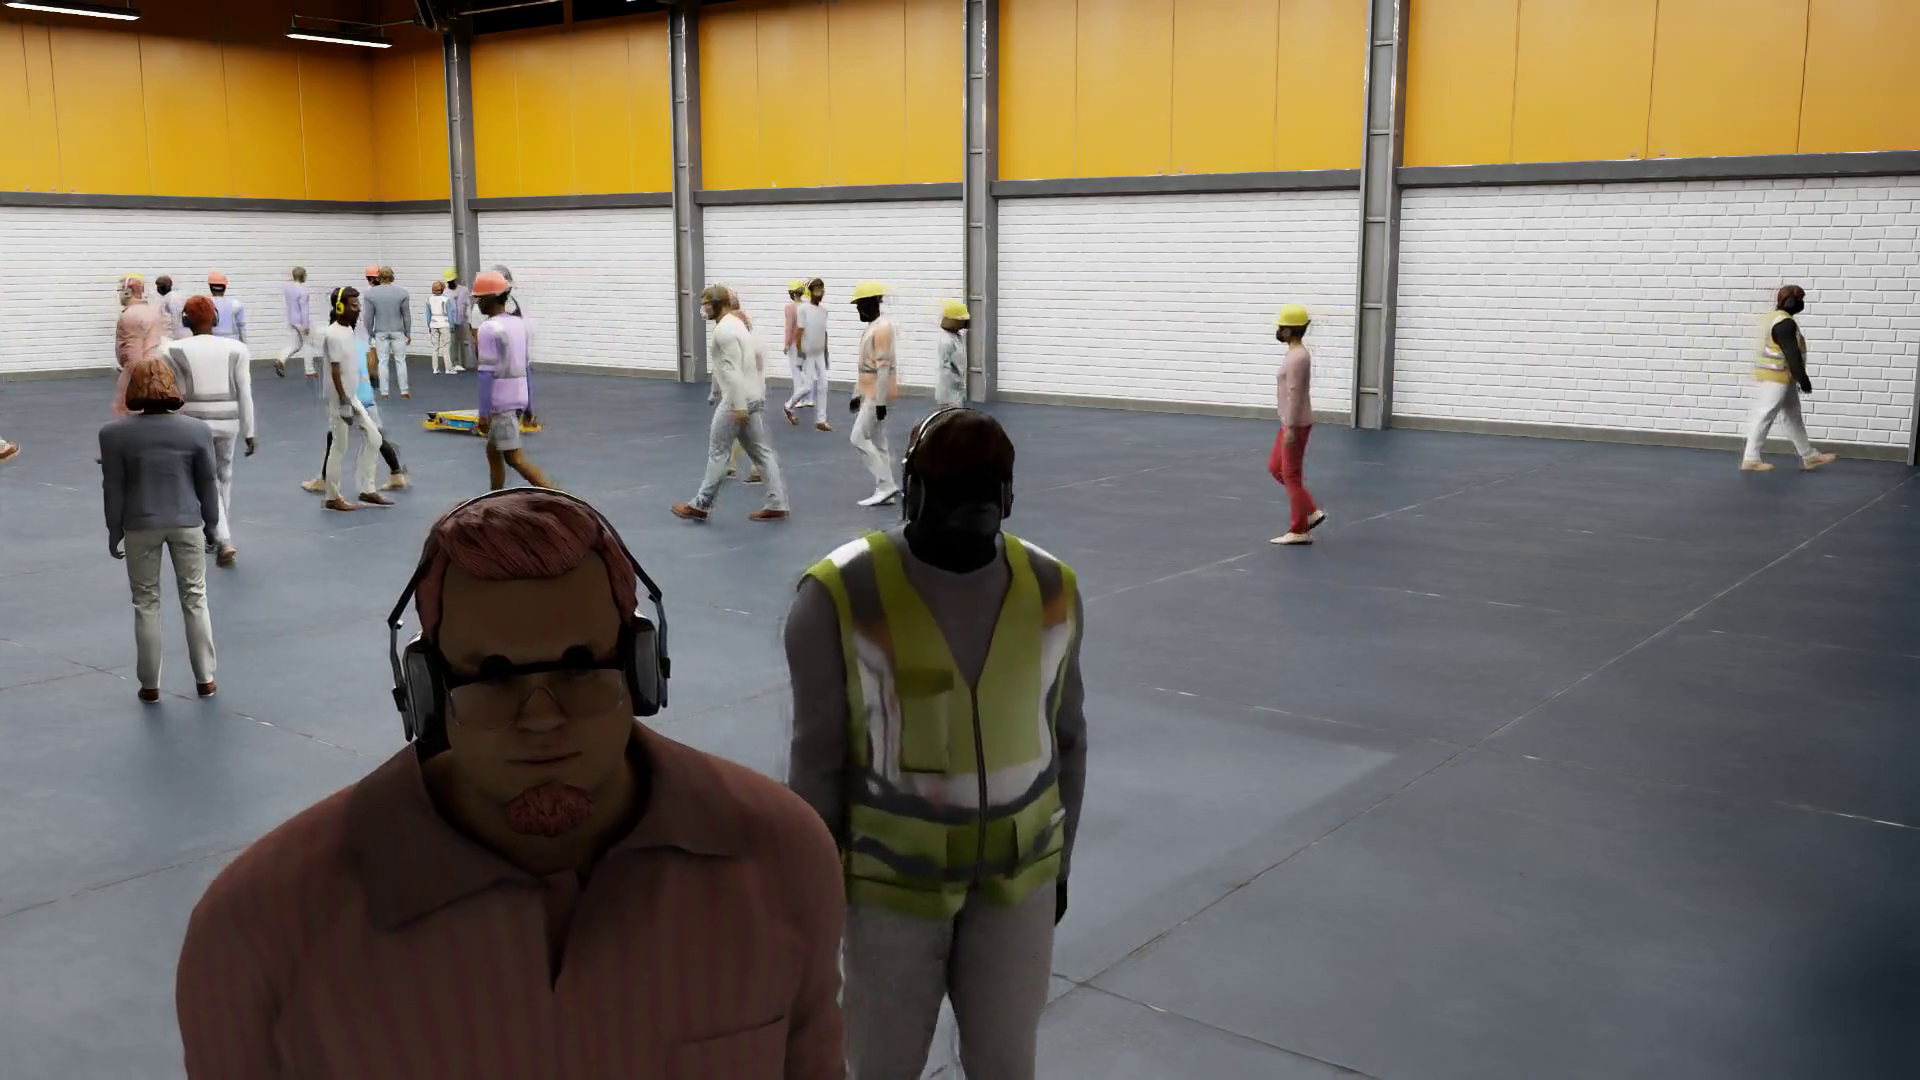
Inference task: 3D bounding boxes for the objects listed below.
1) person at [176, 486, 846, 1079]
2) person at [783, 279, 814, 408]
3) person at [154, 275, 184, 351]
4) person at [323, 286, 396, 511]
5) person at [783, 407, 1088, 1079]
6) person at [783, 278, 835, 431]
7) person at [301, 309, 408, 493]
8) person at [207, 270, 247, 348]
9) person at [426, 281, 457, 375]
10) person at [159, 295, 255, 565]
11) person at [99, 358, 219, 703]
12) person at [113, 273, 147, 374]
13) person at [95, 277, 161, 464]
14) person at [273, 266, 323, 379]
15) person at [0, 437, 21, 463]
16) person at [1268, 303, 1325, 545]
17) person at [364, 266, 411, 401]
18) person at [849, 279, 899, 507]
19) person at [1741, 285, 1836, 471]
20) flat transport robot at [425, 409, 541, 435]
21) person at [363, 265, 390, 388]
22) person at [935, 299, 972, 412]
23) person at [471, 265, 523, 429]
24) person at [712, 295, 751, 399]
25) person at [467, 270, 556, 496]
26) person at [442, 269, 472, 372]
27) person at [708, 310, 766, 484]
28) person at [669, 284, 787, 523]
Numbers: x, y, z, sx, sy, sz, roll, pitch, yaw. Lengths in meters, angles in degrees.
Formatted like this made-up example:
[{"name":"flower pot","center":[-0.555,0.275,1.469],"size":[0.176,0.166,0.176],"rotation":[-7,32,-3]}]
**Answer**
[{"name":"person","center":[-0.379,0.892,1.604],"size":[0.652,1.906,0.403],"rotation":[-5,11,-26]},{"name":"person","center":[-2.242,-2.702,22.934],"size":[0.327,1.767,0.533],"rotation":[7,12,37]},{"name":"person","center":[-12.109,-3.179,25.635],"size":[0.933,1.799,0.636],"rotation":[-6,11,-30]},{"name":"person","center":[-4.943,-1.145,13.633],"size":[0.695,1.842,0.573],"rotation":[0,10,-1]},{"name":"person","center":[-0.044,0.635,3.335],"size":[0.636,1.826,0.699],"rotation":[-3,10,-18]},{"name":"person","center":[-1.816,-2.220,19.922],"size":[0.633,1.843,0.559],"rotation":[8,13,39]},{"name":"person","center":[-5.361,-1.229,14.707],"size":[0.911,1.647,0.538],"rotation":[1,10,5]},{"name":"person","center":[-8.894,-2.291,20.079],"size":[0.561,1.918,0.490],"rotation":[-5,11,-27]},{"name":"person","center":[-9.128,-3.720,29.230],"size":[0.514,1.639,0.310],"rotation":[3,10,15]},{"name":"person","center":[-5.171,-0.763,11.441],"size":[0.592,1.842,0.982],"rotation":[-7,12,-35]},{"name":"person","center":[-3.762,-0.043,7.866],"size":[0.494,1.624,0.280],"rotation":[-6,12,-33]},{"name":"person","center":[-14.106,-3.659,28.428],"size":[0.606,1.804,0.885],"rotation":[8,13,39]},{"name":"person","center":[-8.324,-1.680,16.655],"size":[0.862,1.870,0.665],"rotation":[0,10,0]},{"name":"person","center":[-11.185,-3.649,28.012],"size":[0.634,1.917,0.721],"rotation":[7,12,36]},{"name":"person","center":[-9.921,-1.678,16.481],"size":[0.627,1.927,1.059],"rotation":[2,10,12]},{"name":"person","center":[2.400,-0.832,12.066],"size":[0.369,1.759,0.539],"rotation":[3,10,15]},{"name":"person","center":[-8.239,-2.972,24.004],"size":[0.627,1.941,0.374],"rotation":[-3,10,-16]},{"name":"person","center":[-0.732,-1.219,13.915],"size":[0.432,1.899,0.595],"rotation":[-1,10,-7]},{"name":"person","center":[8.085,-1.551,16.117],"size":[0.869,1.803,0.630],"rotation":[4,11,24]},{"name":"flat transport robot","center":[-5.673,-1.407,19.739],"size":[1.431,0.197,0.652],"rotation":[8,13,40]},{"name":"person","center":[-9.299,-3.394,26.463],"size":[0.379,1.937,0.547],"rotation":[-3,10,-19]},{"name":"person","center":[-0.127,-1.271,14.729],"size":[0.516,1.714,0.505],"rotation":[2,10,10]},{"name":"person","center":[-5.091,-2.033,18.239],"size":[0.717,2.000,0.723],"rotation":[4,11,23]},{"name":"person","center":[-2.655,-2.037,19.427],"size":[0.511,1.641,0.307],"rotation":[-7,12,-35]},{"name":"person","center":[-3.397,-1.052,12.687],"size":[0.932,2.006,0.630],"rotation":[2,10,12]},{"name":"person","center":[-9.122,-3.926,29.855],"size":[0.635,1.854,0.891],"rotation":[-8,13,-40]},{"name":"person","center":[-2.093,-1.323,15.391],"size":[0.807,1.587,0.492],"rotation":[7,12,36]},{"name":"person","center":[-1.825,-1.057,13.065],"size":[0.955,1.873,0.646],"rotation":[1,10,5]}]
